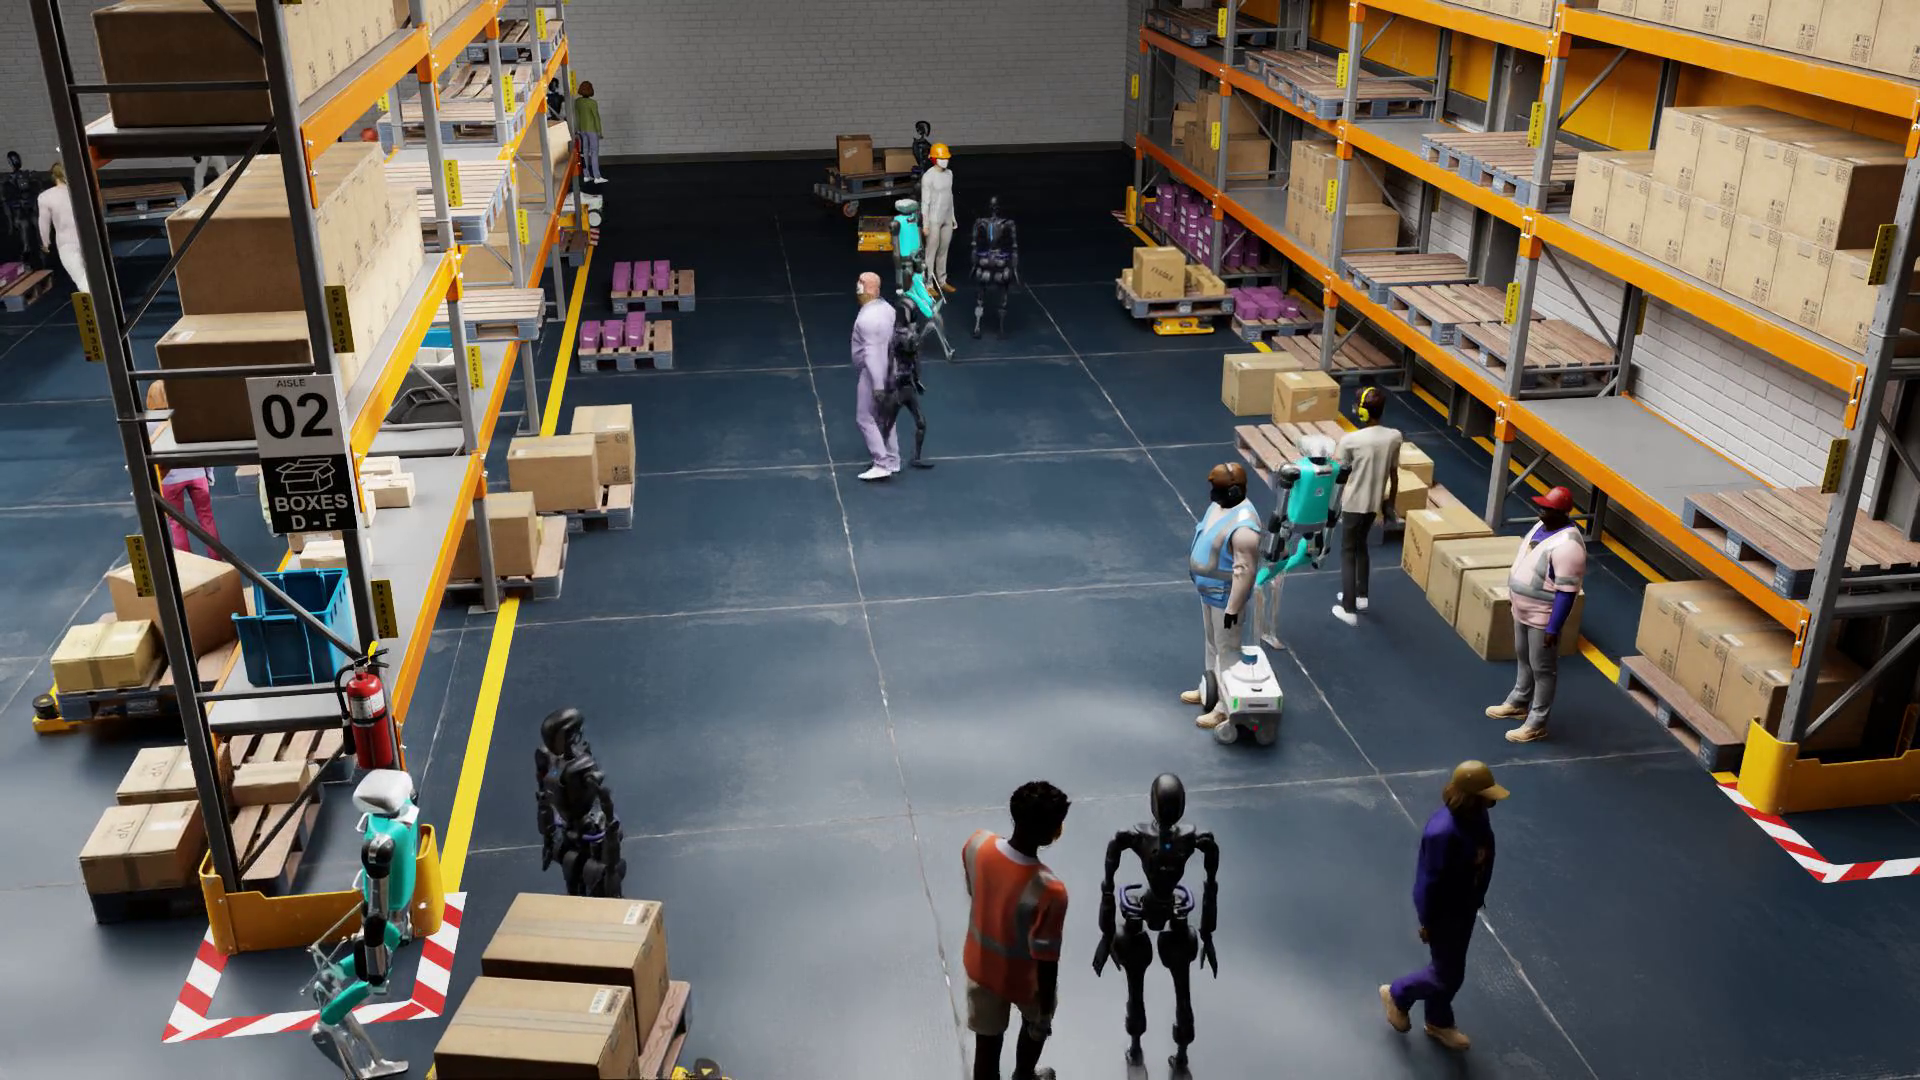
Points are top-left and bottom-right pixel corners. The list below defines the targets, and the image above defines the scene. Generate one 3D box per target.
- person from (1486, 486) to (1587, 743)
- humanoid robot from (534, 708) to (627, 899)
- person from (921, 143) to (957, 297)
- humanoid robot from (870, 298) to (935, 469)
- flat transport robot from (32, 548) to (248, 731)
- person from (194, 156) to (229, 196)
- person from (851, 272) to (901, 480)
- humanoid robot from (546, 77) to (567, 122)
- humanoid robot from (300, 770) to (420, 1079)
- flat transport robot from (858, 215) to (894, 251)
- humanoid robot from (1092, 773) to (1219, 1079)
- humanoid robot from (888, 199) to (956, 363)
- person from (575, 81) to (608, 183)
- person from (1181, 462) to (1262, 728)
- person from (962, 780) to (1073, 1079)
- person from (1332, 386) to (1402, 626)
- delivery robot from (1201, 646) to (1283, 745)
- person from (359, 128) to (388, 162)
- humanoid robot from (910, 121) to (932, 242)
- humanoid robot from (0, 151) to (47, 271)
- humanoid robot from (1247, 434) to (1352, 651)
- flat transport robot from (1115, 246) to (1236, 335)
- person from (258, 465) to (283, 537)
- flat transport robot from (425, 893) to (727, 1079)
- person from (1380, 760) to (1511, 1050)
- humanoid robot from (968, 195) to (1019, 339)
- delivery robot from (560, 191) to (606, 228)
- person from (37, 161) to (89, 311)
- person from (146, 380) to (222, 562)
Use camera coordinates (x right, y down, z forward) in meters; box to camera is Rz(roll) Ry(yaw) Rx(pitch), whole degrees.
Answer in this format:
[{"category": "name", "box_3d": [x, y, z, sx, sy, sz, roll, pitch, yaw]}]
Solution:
[{"category": "person", "box_3d": [3.739, 0.465, 10.770, 0.420, 1.756, 0.601, -2, 24, -5]}, {"category": "humanoid robot", "box_3d": [-1.893, 1.565, 8.375, 0.591, 1.647, 0.327, 16, 29, 33]}, {"category": "person", "box_3d": [-0.258, -4.008, 20.789, 0.370, 1.894, 0.581, 19, 30, 37]}, {"category": "humanoid robot", "box_3d": [-0.531, -1.411, 15.154, 0.602, 1.636, 0.610, 11, 26, 23]}, {"category": "flat transport robot", "box_3d": [-5.481, 1.009, 11.380, 1.431, 0.231, 0.659, -5, 24, -10]}, {"category": "person", "box_3d": [-11.448, -5.956, 25.373, 0.816, 1.790, 0.645, 7, 25, 16]}, {"category": "person", "box_3d": [-0.746, -1.484, 15.077, 0.473, 1.869, 0.668, 8, 25, 18]}, {"category": "humanoid robot", "box_3d": [-6.636, -6.725, 27.246, 0.600, 1.651, 0.396, 8, 25, 18]}, {"category": "humanoid robot", "box_3d": [-2.790, 1.868, 7.639, 0.772, 1.796, 0.543, -1, 24, -3]}, {"category": "flat transport robot", "box_3d": [-1.111, -4.354, 23.598, 0.659, 0.231, 1.431, -1, 24, -2]}, {"category": "humanoid robot", "box_3d": [0.913, 1.830, 7.746, 0.585, 1.649, 0.349, -1, 24, -3]}, {"category": "humanoid robot", "box_3d": [-0.310, -2.820, 18.320, 0.917, 1.789, 0.545, 15, 28, 31]}, {"category": "person", "box_3d": [-6.039, -6.659, 27.148, 0.499, 1.633, 0.281, 15, 28, 30]}, {"category": "person", "box_3d": [1.719, 0.347, 10.938, 0.429, 1.840, 0.623, -4, 24, -8]}, {"category": "person", "box_3d": [0.262, 1.875, 7.361, 0.596, 1.910, 0.713, 14, 27, 29]}, {"category": "person", "box_3d": [2.910, -0.284, 12.361, 0.507, 1.847, 0.584, -9, 25, -20]}, {"category": "delivery robot", "box_3d": [1.892, 0.993, 11.047, 0.523, 0.585, 0.740, -1, 24, -2]}, {"category": "person", "box_3d": [-8.053, -4.770, 22.733, 0.572, 1.716, 0.436, 4, 24, 9]}, {"category": "humanoid robot", "box_3d": [-0.535, -5.077, 23.474, 0.315, 1.657, 0.599, 2, 24, 4]}, {"category": "humanoid robot", "box_3d": [-12.080, -4.220, 21.546, 0.399, 1.645, 0.607, 22, 32, 40]}, {"category": "humanoid robot", "box_3d": [2.320, 0.009, 11.848, 0.569, 1.762, 0.791, -8, 25, -17]}, {"category": "flat transport robot", "box_3d": [2.528, -2.739, 19.917, 0.659, 0.231, 1.431, -3, 24, -7]}, {"category": "person", "box_3d": [-5.701, -0.881, 13.851, 0.567, 1.743, 0.353, -21, 31, -39]}, {"category": "flat transport robot", "box_3d": [-1.848, 2.645, 7.652, 1.431, 0.231, 0.659, 2, 24, 5]}, {"category": "person", "box_3d": [2.354, 1.761, 7.980, 0.393, 1.609, 0.486, 22, 32, 40]}, {"category": "humanoid robot", "box_3d": [0.380, -3.116, 19.022, 0.601, 1.646, 0.384, 6, 24, 14]}, {"category": "delivery robot", "box_3d": [-5.575, -4.875, 24.446, 0.781, 0.609, 0.517, -3, 24, -7]}, {"category": "person", "box_3d": [-10.442, -3.512, 19.679, 1.031, 1.889, 0.628, 17, 29, 34]}, {"category": "person", "box_3d": [-6.105, -0.463, 13.042, 0.498, 1.629, 0.287, -17, 29, -33]}]
